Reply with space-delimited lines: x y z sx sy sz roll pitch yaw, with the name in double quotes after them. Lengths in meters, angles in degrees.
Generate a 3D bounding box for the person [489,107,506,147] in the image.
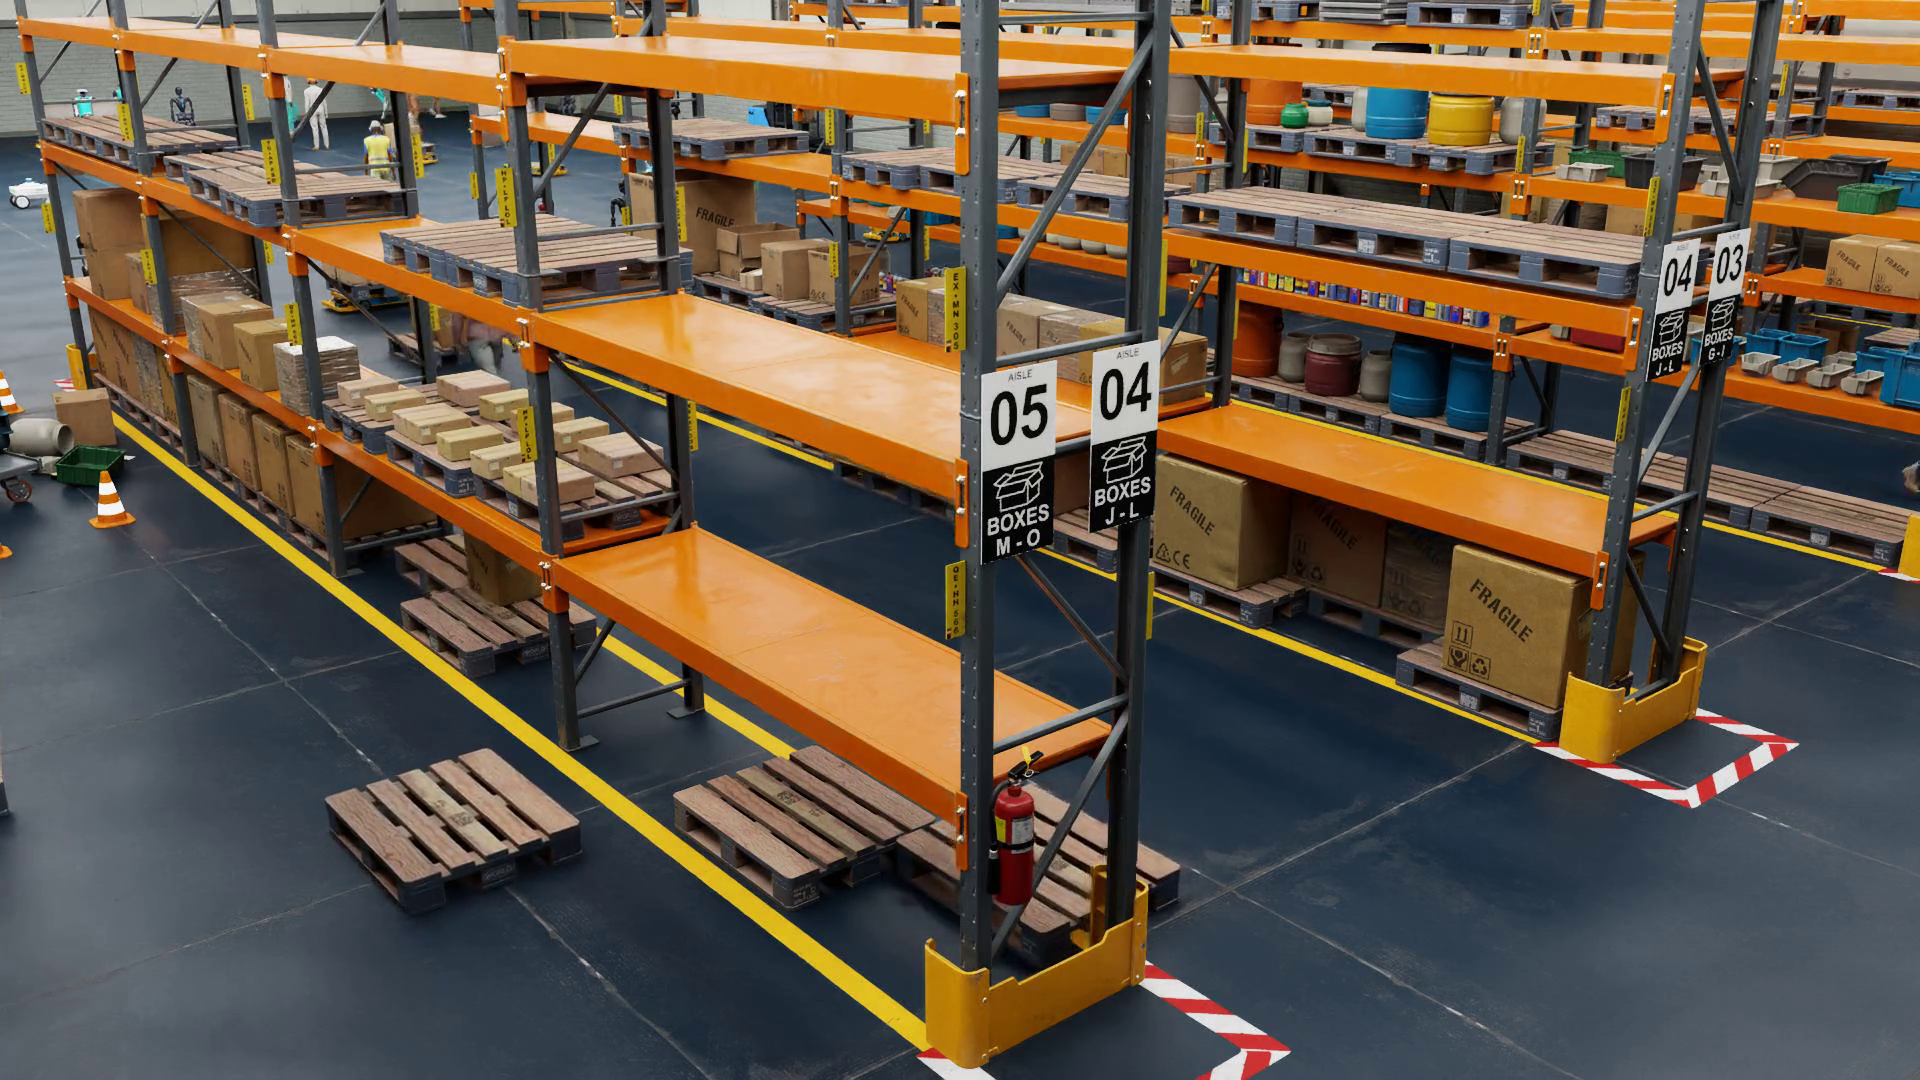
-12.035 -11.163 43.184 0.901 1.947 0.497 1 19 3 "person"

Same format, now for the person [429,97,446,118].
-16.219 -14.000 51.366 0.539 1.864 0.457 15 24 36 "person"

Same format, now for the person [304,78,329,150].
-16.558 -11.003 42.802 0.562 1.896 0.352 -15 25 -37 "person"

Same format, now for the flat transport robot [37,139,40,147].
-23.338 -10.427 43.610 1.431 0.231 0.659 -2 19 -6 "flat transport robot"

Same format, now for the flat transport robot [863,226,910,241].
-0.957 -5.503 29.598 1.431 0.231 0.659 -15 24 -37 "flat transport robot"

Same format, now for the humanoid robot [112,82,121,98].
-20.825 -10.615 41.725 0.533 1.681 0.735 -15 24 -37 "humanoid robot"

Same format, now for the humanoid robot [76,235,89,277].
-10.263 -3.038 20.167 0.533 1.677 0.735 -15 24 -37 "humanoid robot"

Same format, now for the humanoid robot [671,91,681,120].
-7.897 -11.827 45.450 0.599 1.657 0.315 -15 24 -37 "humanoid robot"

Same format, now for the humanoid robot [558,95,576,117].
-10.961 -12.164 46.437 0.586 1.649 0.343 8 21 22 "humanoid robot"

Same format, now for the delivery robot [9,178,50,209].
-18.502 -6.909 33.124 0.739 0.566 0.499 -15 24 -37 "delivery robot"

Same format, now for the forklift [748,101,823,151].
-4.526 -11.368 42.374 1.129 2.768 1.873 -15 24 -37 "forklift"

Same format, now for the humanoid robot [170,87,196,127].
-19.497 -10.527 41.749 0.599 1.659 0.315 -15 24 -37 "humanoid robot"

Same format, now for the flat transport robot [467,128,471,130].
-13.423 -11.897 47.796 0.659 0.231 1.431 9 21 24 "flat transport robot"

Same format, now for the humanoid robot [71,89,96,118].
-20.645 -9.828 39.486 0.533 1.681 0.735 -15 24 -37 "humanoid robot"

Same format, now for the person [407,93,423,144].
-14.324 -11.098 43.178 0.709 1.826 0.771 -9 21 -23 "person"

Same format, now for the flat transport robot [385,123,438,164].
-13.384 -9.178 40.056 1.431 0.231 0.659 4 20 12 "flat transport robot"

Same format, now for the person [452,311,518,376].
-5.033 -2.129 17.555 0.644 1.883 1.047 -16 25 -39 "person"

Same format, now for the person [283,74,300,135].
-18.671 -12.251 46.345 0.454 1.896 0.512 -6 20 -17 "person"

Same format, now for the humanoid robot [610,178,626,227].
-4.919 -4.524 24.664 0.599 1.659 0.315 -15 24 -37 "humanoid robot"

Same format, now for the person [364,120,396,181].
-10.924 -6.955 31.346 0.530 1.859 0.910 -10 22 -26 "person"

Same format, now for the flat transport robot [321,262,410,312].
-8.337 -3.485 23.854 1.431 0.231 0.659 -15 24 -37 "flat transport robot"

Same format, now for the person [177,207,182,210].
-14.100 -6.314 29.768 0.470 1.689 0.755 0 19 -1 "person"

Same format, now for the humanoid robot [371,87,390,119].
-17.806 -13.860 51.166 0.785 1.783 0.547 4 20 11 "humanoid robot"

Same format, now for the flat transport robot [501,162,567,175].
-9.789 -8.507 38.148 1.431 0.231 0.659 11 22 28 "flat transport robot"

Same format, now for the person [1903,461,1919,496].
8.948 -1.167 14.963 0.616 1.788 0.491 -8 21 -21 "person"

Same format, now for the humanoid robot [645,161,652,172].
-6.200 -7.755 33.926 0.739 1.881 0.543 -1 19 -3 "humanoid robot"
